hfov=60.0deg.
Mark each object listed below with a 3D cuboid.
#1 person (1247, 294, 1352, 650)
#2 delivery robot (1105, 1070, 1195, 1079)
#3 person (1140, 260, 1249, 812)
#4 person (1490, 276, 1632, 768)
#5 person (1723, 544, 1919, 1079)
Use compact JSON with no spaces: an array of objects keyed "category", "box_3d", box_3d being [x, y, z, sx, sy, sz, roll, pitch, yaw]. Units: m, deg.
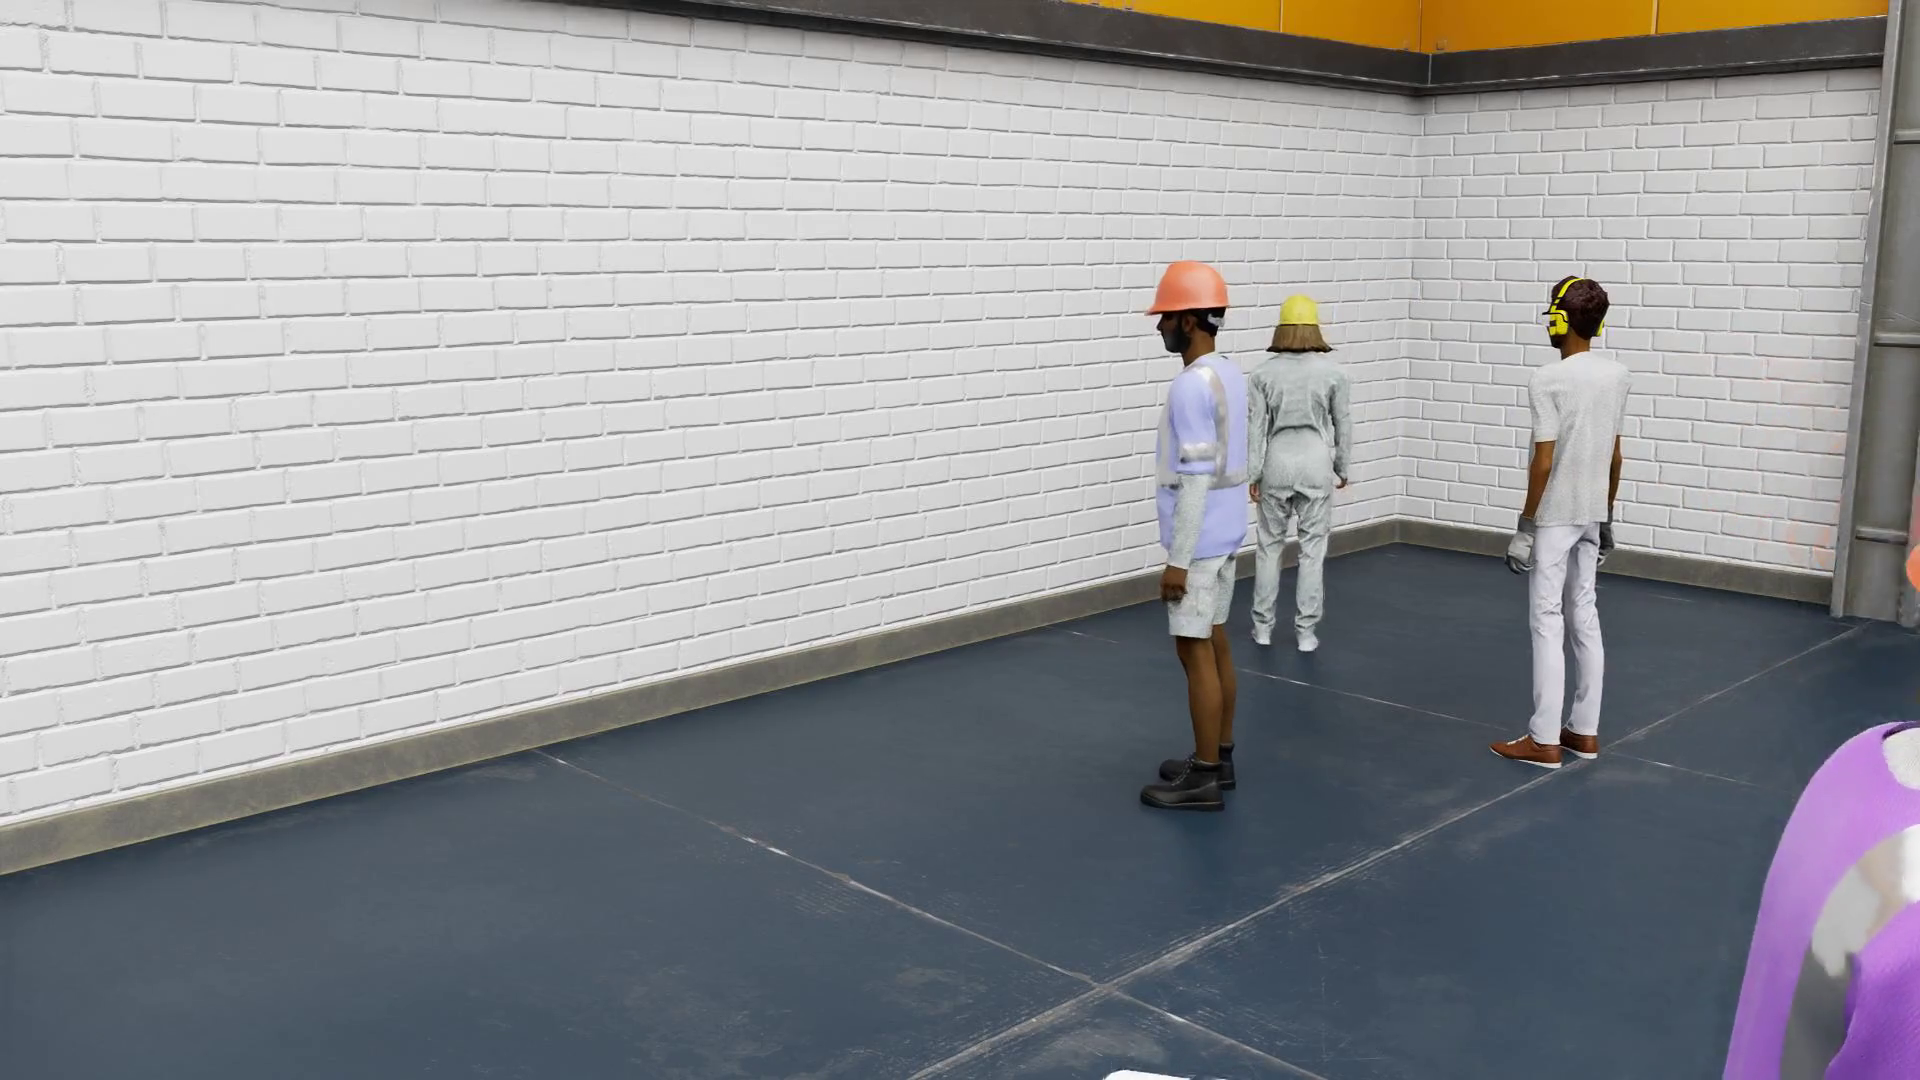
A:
[{"category":"person","box_3d":[1.651,-0.326,8.147,0.500,1.739,0.365,3,11,15]},{"category":"delivery robot","box_3d":[0.338,1.186,2.877,0.477,0.478,0.707,3,11,15]},{"category":"person","box_3d":[0.814,-0.009,5.882,0.378,1.933,0.551,4,11,23]},{"category":"person","box_3d":[2.301,-0.064,6.357,0.531,1.870,0.317,-6,12,-29]},{"category":"person","box_3d":[0.795,0.797,1.628,0.686,1.899,0.601,4,11,21]}]
